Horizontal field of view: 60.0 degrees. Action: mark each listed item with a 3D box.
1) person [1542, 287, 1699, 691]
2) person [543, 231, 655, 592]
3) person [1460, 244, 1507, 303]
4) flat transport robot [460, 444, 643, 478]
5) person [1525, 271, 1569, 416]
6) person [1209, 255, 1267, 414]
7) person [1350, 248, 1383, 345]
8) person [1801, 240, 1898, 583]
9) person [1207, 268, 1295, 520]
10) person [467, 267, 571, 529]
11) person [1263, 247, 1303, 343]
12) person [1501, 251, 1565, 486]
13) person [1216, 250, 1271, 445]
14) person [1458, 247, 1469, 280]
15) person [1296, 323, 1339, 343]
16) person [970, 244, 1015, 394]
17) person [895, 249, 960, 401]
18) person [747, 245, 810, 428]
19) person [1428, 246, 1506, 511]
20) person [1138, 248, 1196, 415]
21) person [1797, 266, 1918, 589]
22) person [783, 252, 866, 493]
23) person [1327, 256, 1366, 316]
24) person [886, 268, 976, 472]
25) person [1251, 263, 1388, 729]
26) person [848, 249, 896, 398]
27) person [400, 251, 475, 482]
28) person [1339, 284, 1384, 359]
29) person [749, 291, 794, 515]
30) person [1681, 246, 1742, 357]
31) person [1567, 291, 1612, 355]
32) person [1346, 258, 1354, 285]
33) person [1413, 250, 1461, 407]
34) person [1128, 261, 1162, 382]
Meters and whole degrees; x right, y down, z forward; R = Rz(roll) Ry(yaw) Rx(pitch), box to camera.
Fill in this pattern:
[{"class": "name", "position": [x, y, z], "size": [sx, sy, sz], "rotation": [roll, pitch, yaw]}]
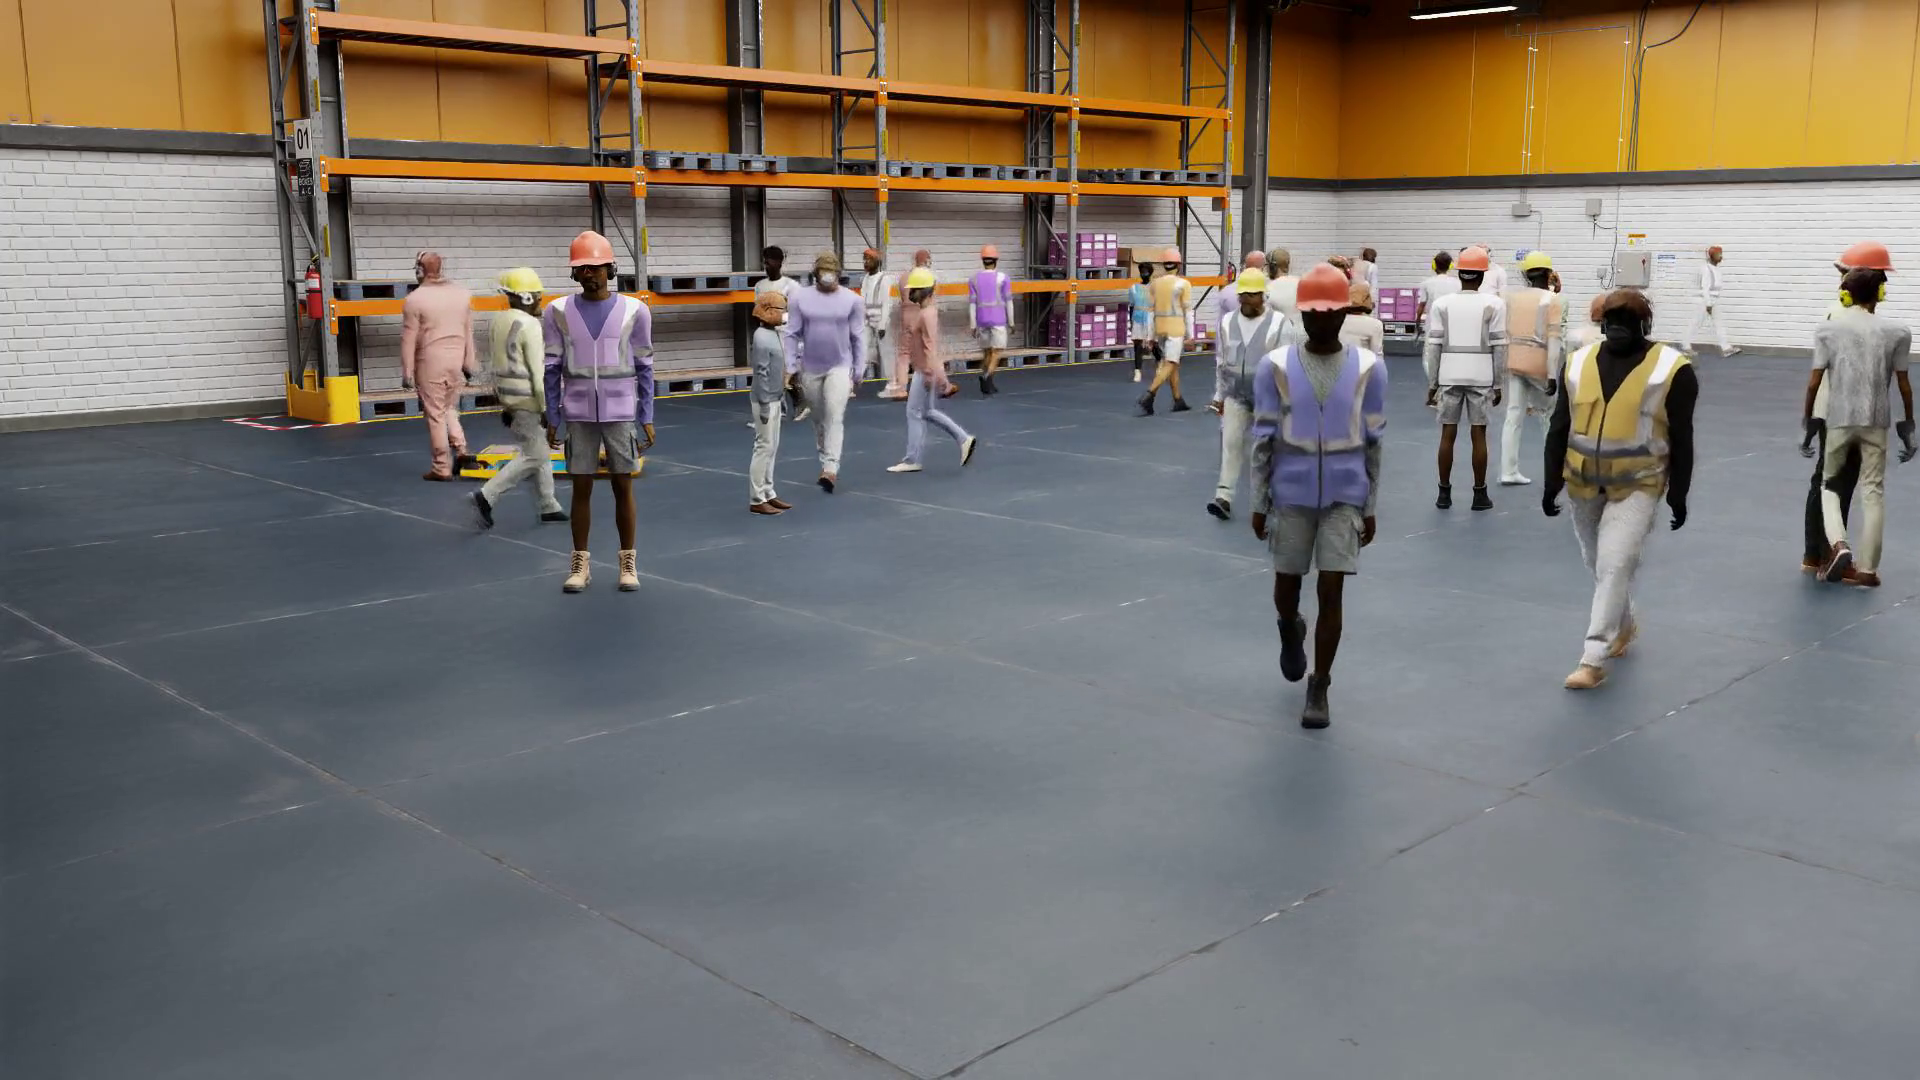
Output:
[{"class": "person", "position": [3.040, -0.266, 7.675], "size": [0.636, 1.803, 0.961], "rotation": [10, 14, 44]}, {"class": "person", "position": [-2.041, -0.712, 9.416], "size": [0.616, 2.041, 0.382], "rotation": [-1, 10, -6]}, {"class": "person", "position": [7.143, -3.111, 22.875], "size": [0.651, 1.906, 0.401], "rotation": [6, 12, 30]}, {"class": "flat transport robot", "position": [-3.440, -0.678, 14.072], "size": [1.431, 0.197, 0.652], "rotation": [-1, 10, -5]}, {"class": "person", "position": [6.545, -2.195, 18.626], "size": [0.498, 1.632, 0.289], "rotation": [0, 10, 1]}, {"class": "person", "position": [3.271, -2.309, 18.785], "size": [0.976, 1.819, 0.529], "rotation": [-3, 11, -17]}, {"class": "person", "position": [7.180, -4.259, 29.498], "size": [0.932, 1.787, 0.655], "rotation": [-8, 13, -37]}, {"class": "person", "position": [5.222, -0.754, 9.779], "size": [0.376, 1.996, 0.608], "rotation": [2, 11, 12]}, {"class": "person", "position": [2.073, -1.039, 11.885], "size": [0.613, 1.781, 0.920], "rotation": [5, 12, 27]}, {"class": "person", "position": [-3.027, -0.959, 11.411], "size": [0.756, 1.813, 0.596], "rotation": [-6, 12, -32]}, {"class": "person", "position": [2.798, -1.609, 14.649], "size": [0.636, 1.917, 0.573], "rotation": [-8, 13, -39]}, {"class": "person", "position": [4.721, -1.391, 13.547], "size": [0.906, 1.880, 0.613], "rotation": [-7, 12, -32]}, {"class": "person", "position": [2.652, -1.688, 15.174], "size": [0.656, 1.889, 0.711], "rotation": [4, 11, 20]}, {"class": "person", "position": [8.939, -4.251, 29.334], "size": [0.555, 1.813, 0.669], "rotation": [3, 11, 16]}, {"class": "person", "position": [2.610, -1.006, 11.876], "size": [0.516, 1.720, 0.641], "rotation": [-10, 14, -43]}, {"class": "person", "position": [0.377, -2.759, 20.929], "size": [0.565, 1.915, 0.779], "rotation": [4, 11, 21]}, {"class": "person", "position": [-0.448, -2.637, 20.459], "size": [0.649, 1.841, 1.007], "rotation": [8, 13, 39]}, {"class": "person", "position": [-1.930, -2.186, 17.789], "size": [0.605, 1.929, 0.990], "rotation": [8, 13, 38]}, {"class": "person", "position": [3.739, -1.186, 12.288], "size": [0.545, 1.939, 0.373], "rotation": [5, 12, 26]}, {"class": "person", "position": [2.335, -2.355, 18.844], "size": [0.961, 1.891, 0.542], "rotation": [-10, 14, -42]}, {"class": "person", "position": [5.176, -0.638, 9.572], "size": [0.626, 1.844, 0.456], "rotation": [6, 12, 29]}, {"class": "person", "position": [-1.076, -1.334, 13.242], "size": [0.645, 1.883, 1.017], "rotation": [1, 10, 7]}, {"class": "person", "position": [3.381, -1.641, 15.045], "size": [0.563, 1.837, 0.389], "rotation": [3, 11, 17]}, {"class": "person", "position": [-0.247, -1.445, 14.204], "size": [0.721, 1.744, 0.531], "rotation": [0, 10, -2]}, {"class": "person", "position": [1.504, -0.203, 7.010], "size": [0.544, 1.919, 0.641], "rotation": [2, 11, 12]}, {"class": "person", "position": [-1.145, -2.662, 20.598], "size": [0.919, 1.843, 0.601], "rotation": [-8, 13, -39]}, {"class": "person", "position": [-4.315, -1.418, 13.668], "size": [0.427, 1.891, 0.675], "rotation": [7, 12, 32]}, {"class": "person", "position": [3.247, -1.290, 13.731], "size": [0.507, 1.628, 0.290], "rotation": [8, 13, 39]}, {"class": "person", "position": [-1.379, -0.996, 12.118], "size": [0.296, 1.622, 0.498], "rotation": [1, 10, 8]}, {"class": "person", "position": [12.530, -3.959, 27.706], "size": [0.603, 1.828, 1.001], "rotation": [-9, 14, -41]}, {"class": "person", "position": [4.675, -1.007, 12.194], "size": [0.530, 1.618, 0.616], "rotation": [6, 12, 31]}, {"class": "person", "position": [7.035, -4.290, 30.116], "size": [0.359, 1.615, 0.534], "rotation": [-2, 11, -11]}, {"class": "person", "position": [5.597, -2.451, 19.431], "size": [0.545, 1.849, 0.679], "rotation": [0, 10, -2]}, {"class": "person", "position": [2.616, -3.043, 23.146], "size": [0.544, 1.678, 0.736], "rotation": [4, 11, 22]}]
